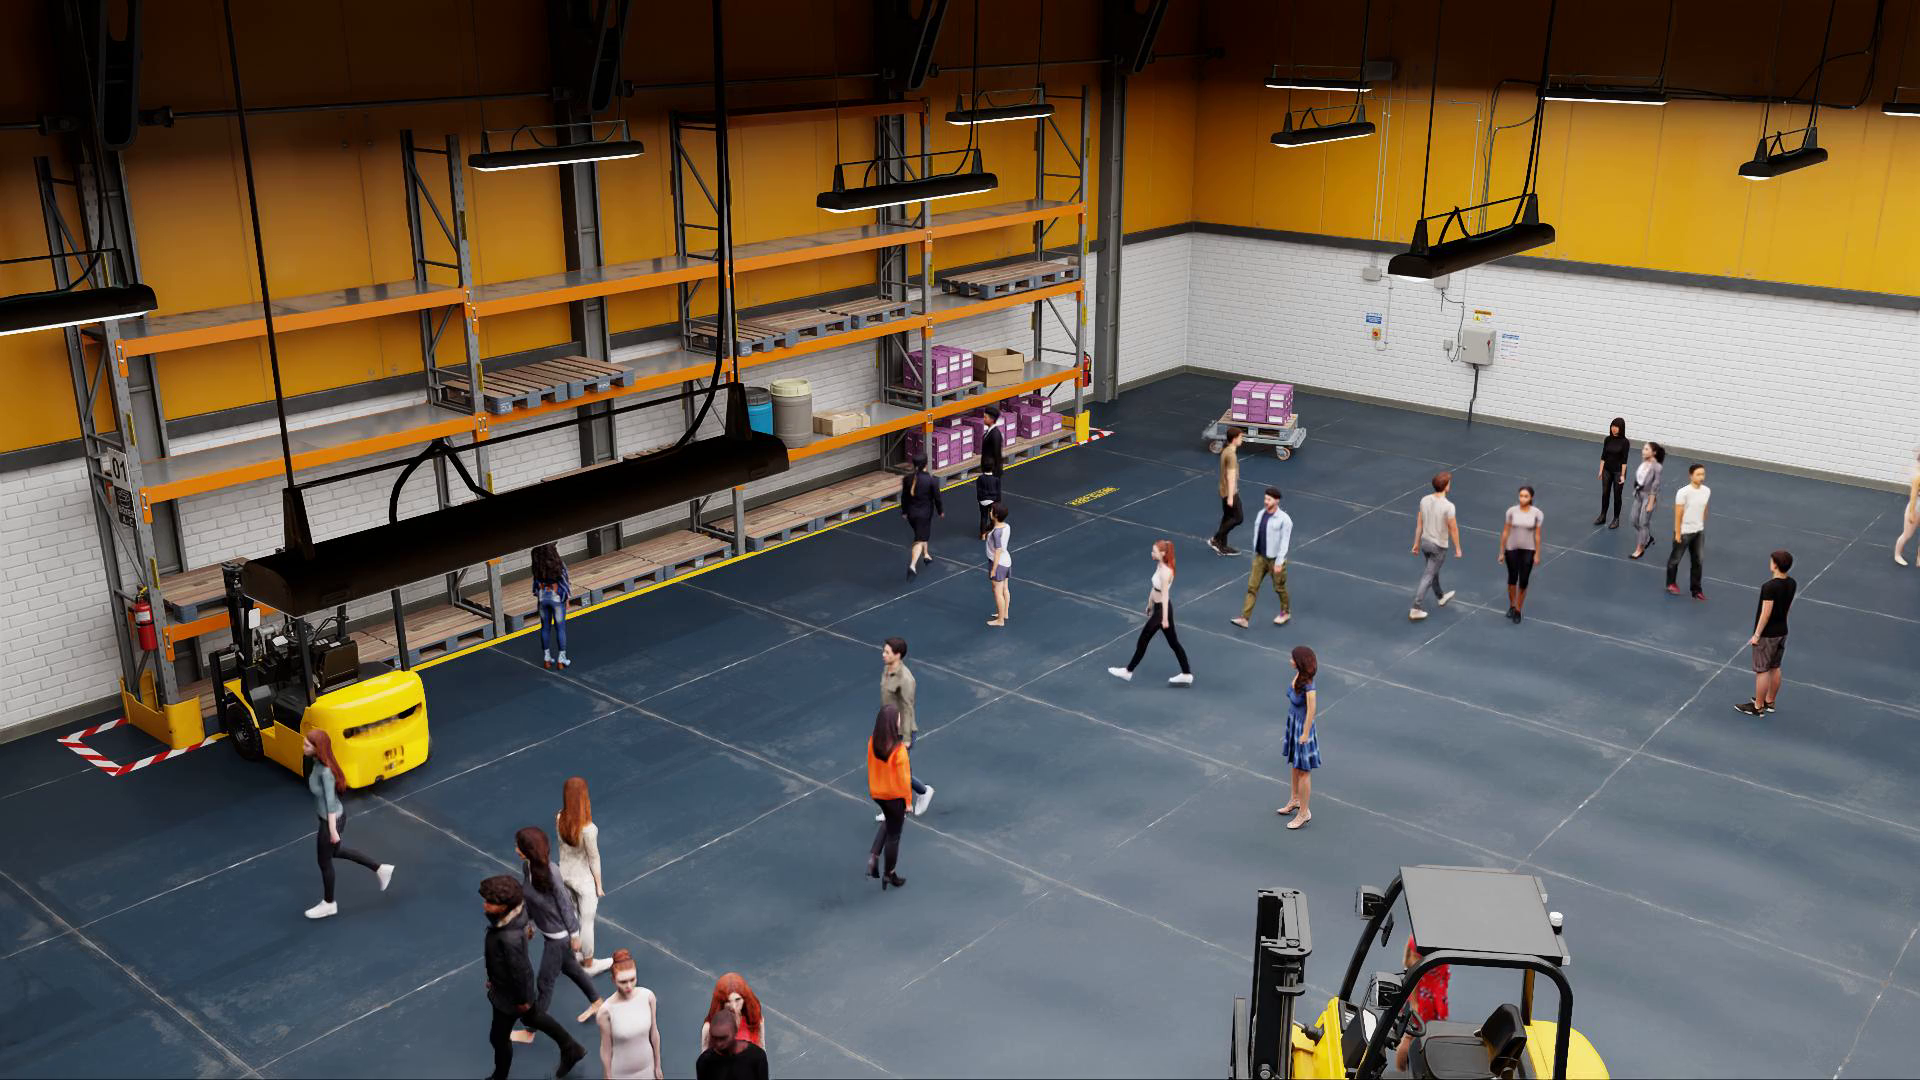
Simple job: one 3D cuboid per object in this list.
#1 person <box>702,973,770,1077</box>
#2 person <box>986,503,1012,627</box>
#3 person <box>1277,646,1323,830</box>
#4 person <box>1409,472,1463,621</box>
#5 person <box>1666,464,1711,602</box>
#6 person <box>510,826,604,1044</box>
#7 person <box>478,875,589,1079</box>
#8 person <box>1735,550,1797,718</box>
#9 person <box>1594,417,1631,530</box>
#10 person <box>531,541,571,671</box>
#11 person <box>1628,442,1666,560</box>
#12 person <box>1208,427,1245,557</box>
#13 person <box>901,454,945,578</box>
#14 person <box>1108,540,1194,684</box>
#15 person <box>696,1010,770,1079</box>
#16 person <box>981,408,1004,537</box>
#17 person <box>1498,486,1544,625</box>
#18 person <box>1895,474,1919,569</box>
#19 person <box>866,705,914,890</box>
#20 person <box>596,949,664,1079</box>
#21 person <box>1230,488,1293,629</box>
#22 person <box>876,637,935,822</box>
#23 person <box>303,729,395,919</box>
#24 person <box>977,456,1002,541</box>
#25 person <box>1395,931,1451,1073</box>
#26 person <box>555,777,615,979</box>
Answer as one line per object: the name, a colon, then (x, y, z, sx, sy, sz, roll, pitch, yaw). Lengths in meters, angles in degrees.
person: (-1.414, 3.540, 10.511, 0.589, 1.828, 0.728, -8, 20, -23)
person: (0.485, 0.280, 20.602, 0.699, 1.565, 0.576, 6, 19, 17)
person: (3.184, 1.833, 15.611, 0.807, 1.807, 0.748, -2, 19, -5)
person: (5.833, 0.112, 20.655, 1.247, 1.850, 0.912, -12, 22, -32)
person: (9.363, -0.135, 21.505, 1.028, 1.776, 1.050, -4, 19, -10)
person: (-2.954, 2.928, 12.508, 1.120, 1.712, 0.780, -17, 25, -41)
person: (-3.089, 3.143, 11.807, 1.184, 1.751, 0.992, -6, 19, -17)
person: (8.778, 1.000, 18.001, 0.622, 1.861, 0.810, -11, 22, -30)
person: (9.559, -0.997, 24.277, 0.539, 1.639, 0.576, -16, 25, -40)
person: (-4.736, 0.703, 19.258, 0.699, 1.622, 0.717, 3, 19, 8)
person: (9.518, -0.538, 22.867, 0.830, 1.668, 0.772, -3, 19, -9)
person: (3.627, -0.651, 22.930, 0.908, 1.843, 0.837, 1, 19, 4)
person: (-0.549, -0.278, 22.160, 0.848, 1.628, 1.138, 9, 21, 25)
person: (2.368, 0.855, 18.702, 1.116, 1.688, 1.184, 2, 19, 5)
person: (-1.383, 3.637, 10.428, 1.190, 1.695, 1.133, -4, 19, -13)
person: (0.491, -0.968, 23.873, 0.812, 1.843, 0.755, -3, 19, -9)
person: (7.010, 0.139, 20.763, 0.709, 1.730, 0.826, 10, 21, 26)
person: (12.977, -0.402, 22.553, 0.804, 1.612, 0.861, -4, 19, -13)
person: (-0.681, 2.262, 14.440, 0.718, 1.741, 0.692, -14, 23, -35)
person: (-2.142, 3.452, 10.827, 0.532, 1.793, 0.668, -12, 22, -32)
person: (3.884, 0.235, 20.423, 1.229, 1.764, 0.847, -14, 23, -36)
person: (-0.498, 1.786, 15.679, 0.932, 1.853, 0.861, -10, 21, -27)
person: (-5.257, 2.382, 14.108, 1.073, 1.727, 0.887, -7, 20, -21)
person: (0.418, -0.603, 23.758, 0.579, 1.224, 0.621, 1, 19, 4)
person: (3.300, 3.208, 11.862, 0.525, 1.593, 0.657, -16, 24, -39)
person: (-3.049, 2.684, 13.237, 0.600, 1.709, 0.561, 11, 22, 30)
